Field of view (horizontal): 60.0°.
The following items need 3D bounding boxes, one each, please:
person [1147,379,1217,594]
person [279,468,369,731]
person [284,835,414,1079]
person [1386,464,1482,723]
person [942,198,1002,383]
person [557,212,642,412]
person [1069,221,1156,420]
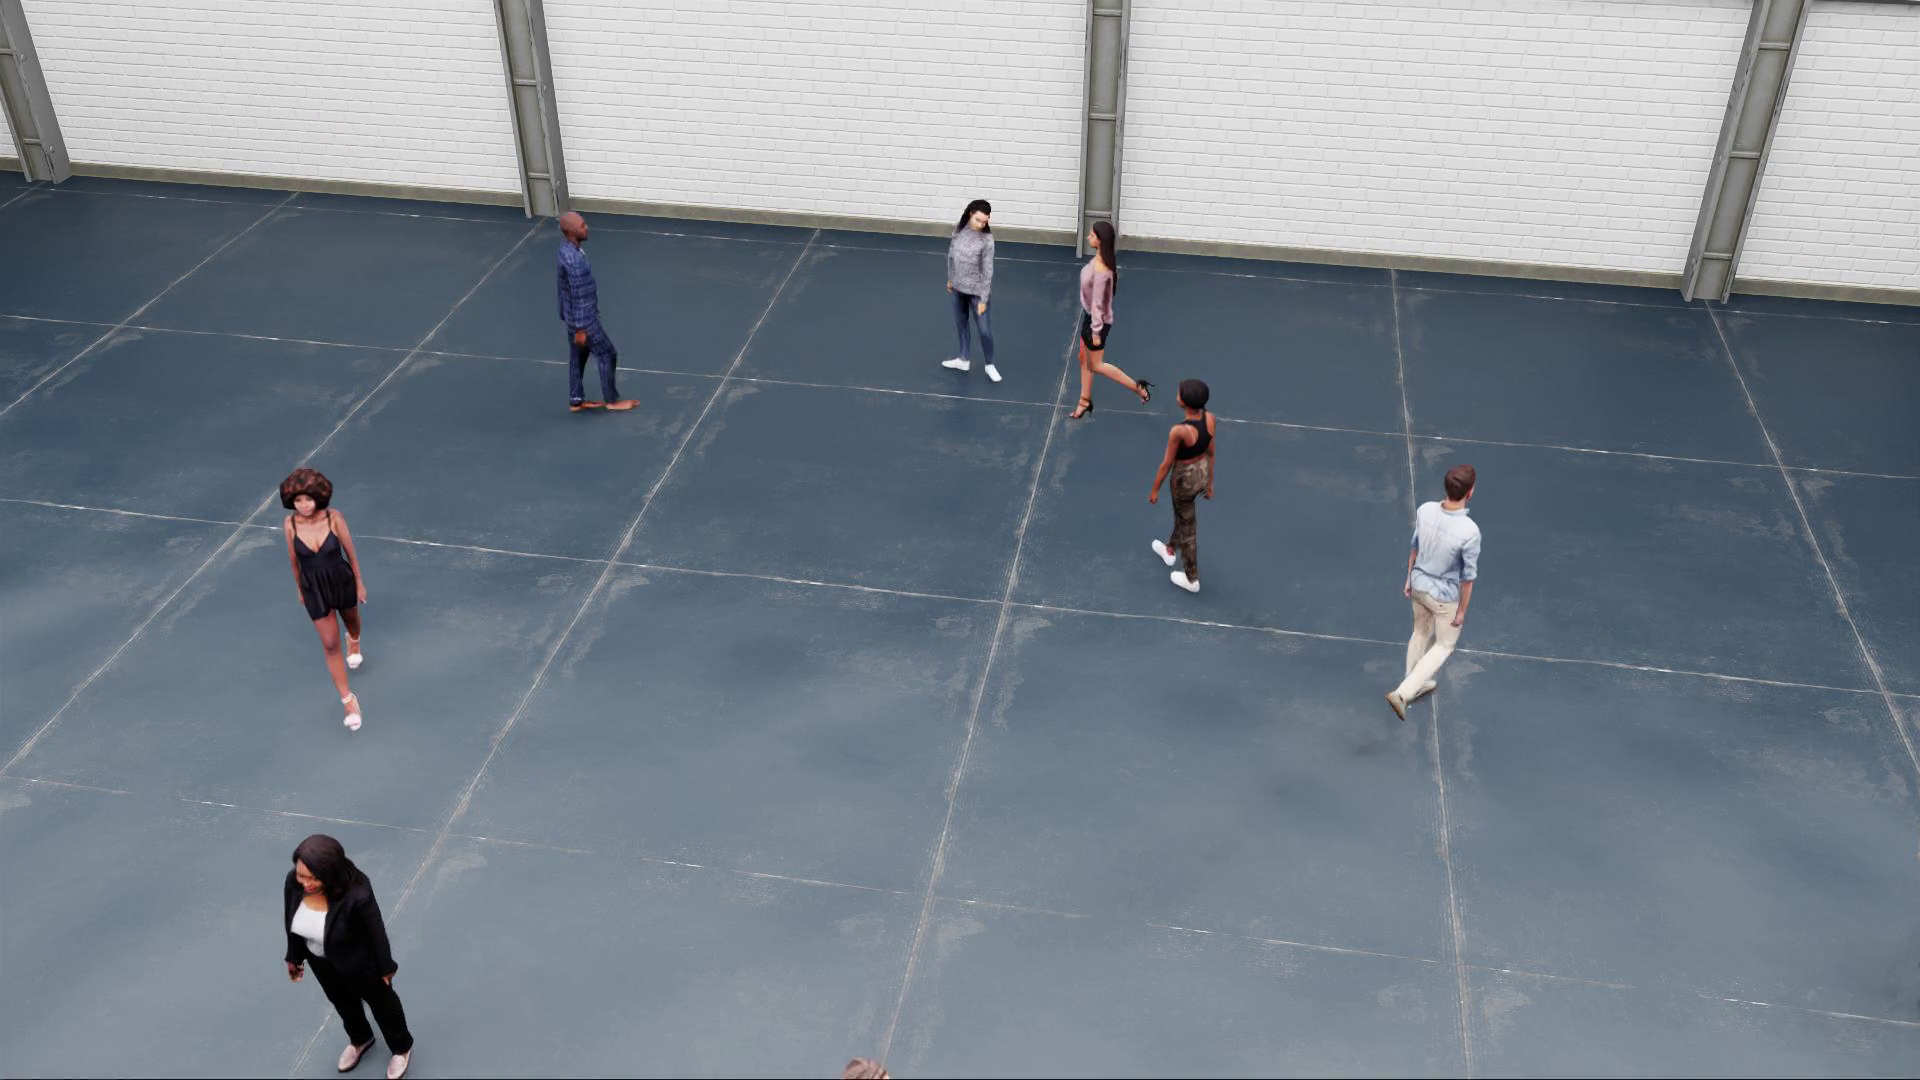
[{"bbox_3d":[1.669,-0.347,11.771,0.882,1.682,0.949,-22,39,-29],"label":"person"},{"bbox_3d":[-4.065,0.285,10.762,1.112,1.745,1.015,-12,35,-17],"label":"person"},{"bbox_3d":[-3.036,2.043,8.239,0.577,1.611,0.761,9,35,13],"label":"person"},{"bbox_3d":[2.970,0.369,10.558,1.031,1.832,0.991,-25,41,-32],"label":"person"},{"bbox_3d":[0.067,-2.232,14.582,0.898,1.708,0.737,-21,39,-28],"label":"person"},{"bbox_3d":[-3.255,-1.873,13.960,0.980,1.800,0.897,-10,35,-15],"label":"person"},{"bbox_3d":[1.232,-1.781,13.822,0.956,1.799,0.670,3,34,5],"label":"person"}]
